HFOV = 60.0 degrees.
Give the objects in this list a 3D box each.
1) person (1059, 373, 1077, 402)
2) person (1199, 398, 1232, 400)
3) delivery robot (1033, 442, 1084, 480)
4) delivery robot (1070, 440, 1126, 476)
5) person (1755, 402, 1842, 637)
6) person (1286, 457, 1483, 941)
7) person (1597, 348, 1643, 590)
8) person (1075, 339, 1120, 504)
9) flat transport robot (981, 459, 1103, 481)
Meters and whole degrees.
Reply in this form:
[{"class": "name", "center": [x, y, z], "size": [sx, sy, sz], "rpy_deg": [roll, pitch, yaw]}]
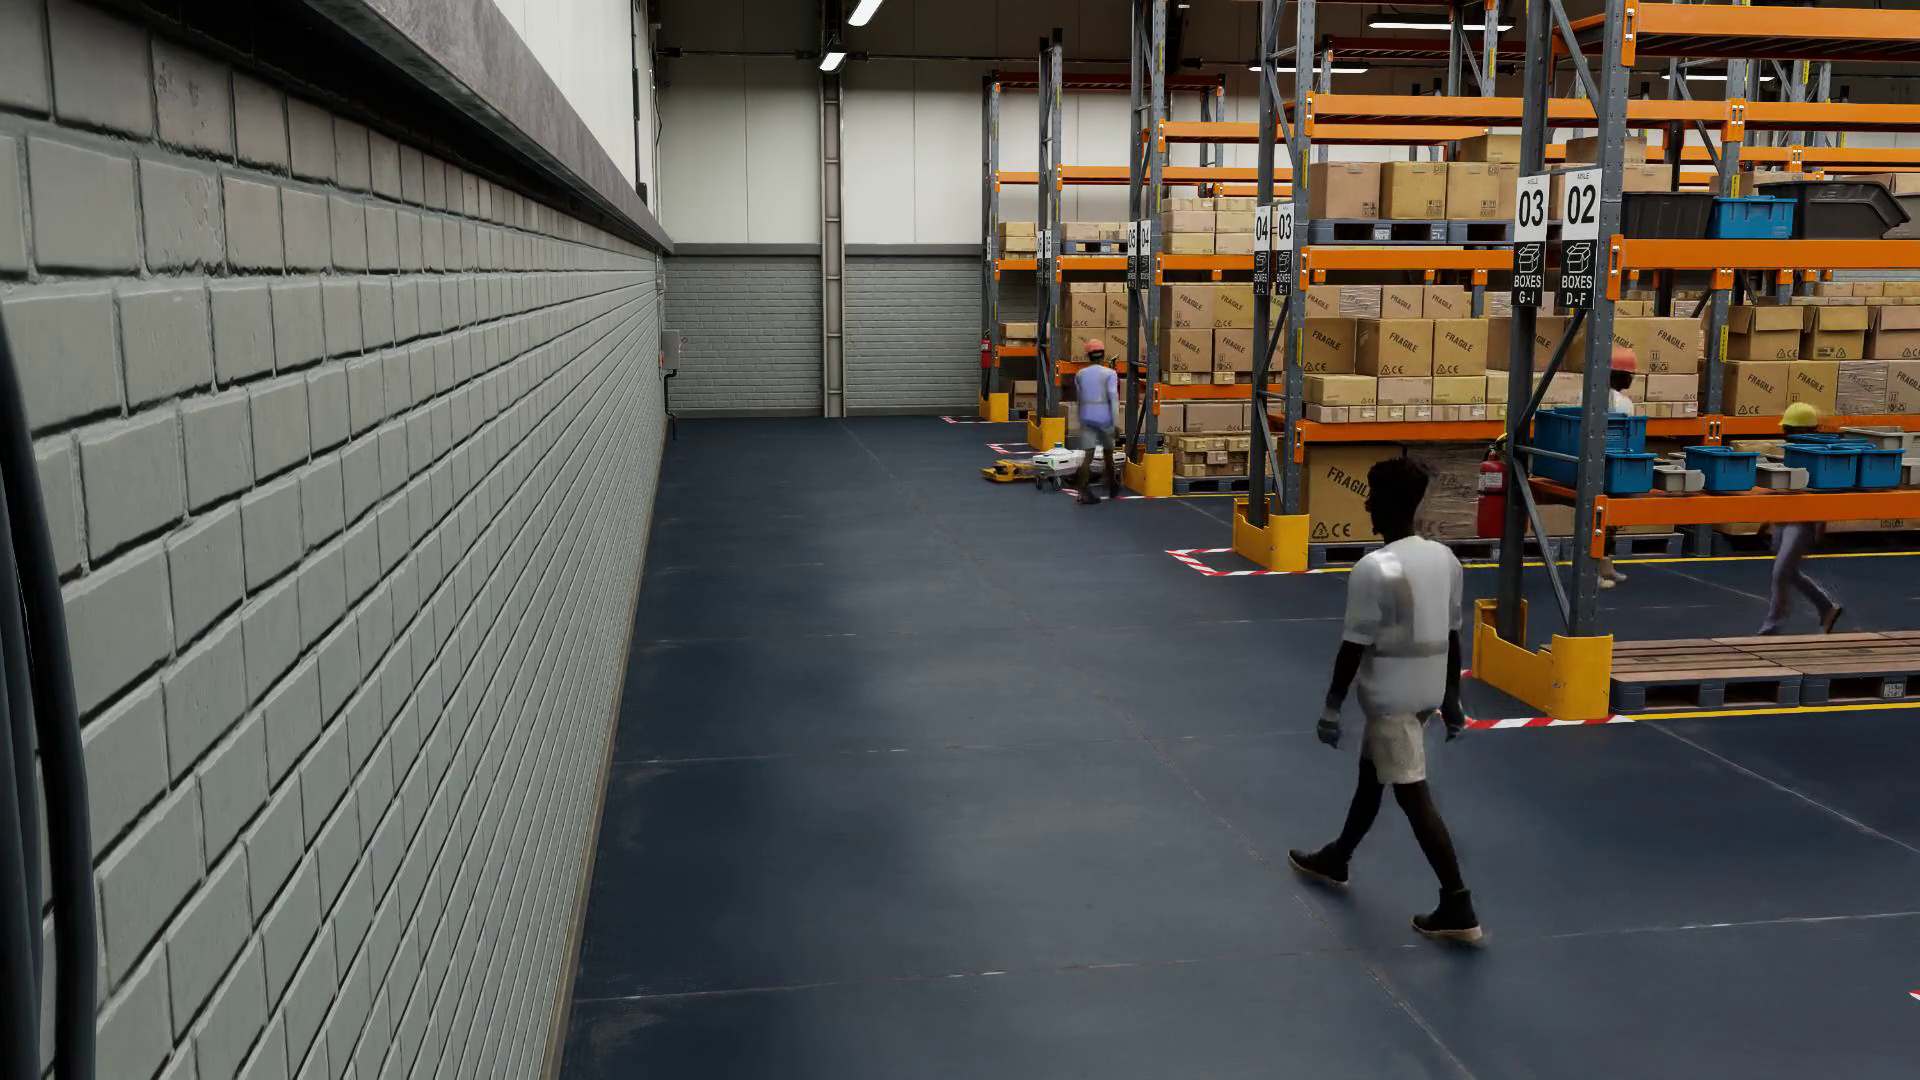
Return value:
[{"class": "person", "center": [1.838, -2.503, 26.110], "size": [0.831, 1.875, 0.672], "rpy_deg": [0, 9, -2]}, {"class": "person", "center": [4.409, -2.906, 28.614], "size": [0.979, 1.877, 0.595], "rpy_deg": [0, 9, 2]}, {"class": "delivery robot", "center": [1.198, -0.944, 20.253], "size": [0.477, 0.478, 0.707], "rpy_deg": [7, 12, 38]}, {"class": "delivery robot", "center": [1.698, -0.992, 20.548], "size": [0.707, 0.478, 0.477], "rpy_deg": [9, 13, 43]}, {"class": "person", "center": [5.954, -0.112, 11.777], "size": [0.789, 1.745, 0.527], "rpy_deg": [-1, 9, -9]}, {"class": "person", "center": [1.775, 0.615, 6.775], "size": [0.620, 1.911, 1.044], "rpy_deg": [-8, 12, -40]}, {"class": "person", "center": [5.447, -0.577, 13.778], "size": [0.666, 2.014, 0.636], "rpy_deg": [-1, 9, -8]}, {"class": "person", "center": [1.593, -1.359, 19.105], "size": [0.609, 1.860, 1.014], "rpy_deg": [5, 11, 29]}, {"class": "flat transport robot", "center": [1.045, -0.907, 21.187], "size": [1.431, 0.197, 0.652], "rpy_deg": [-3, 10, -16]}]
